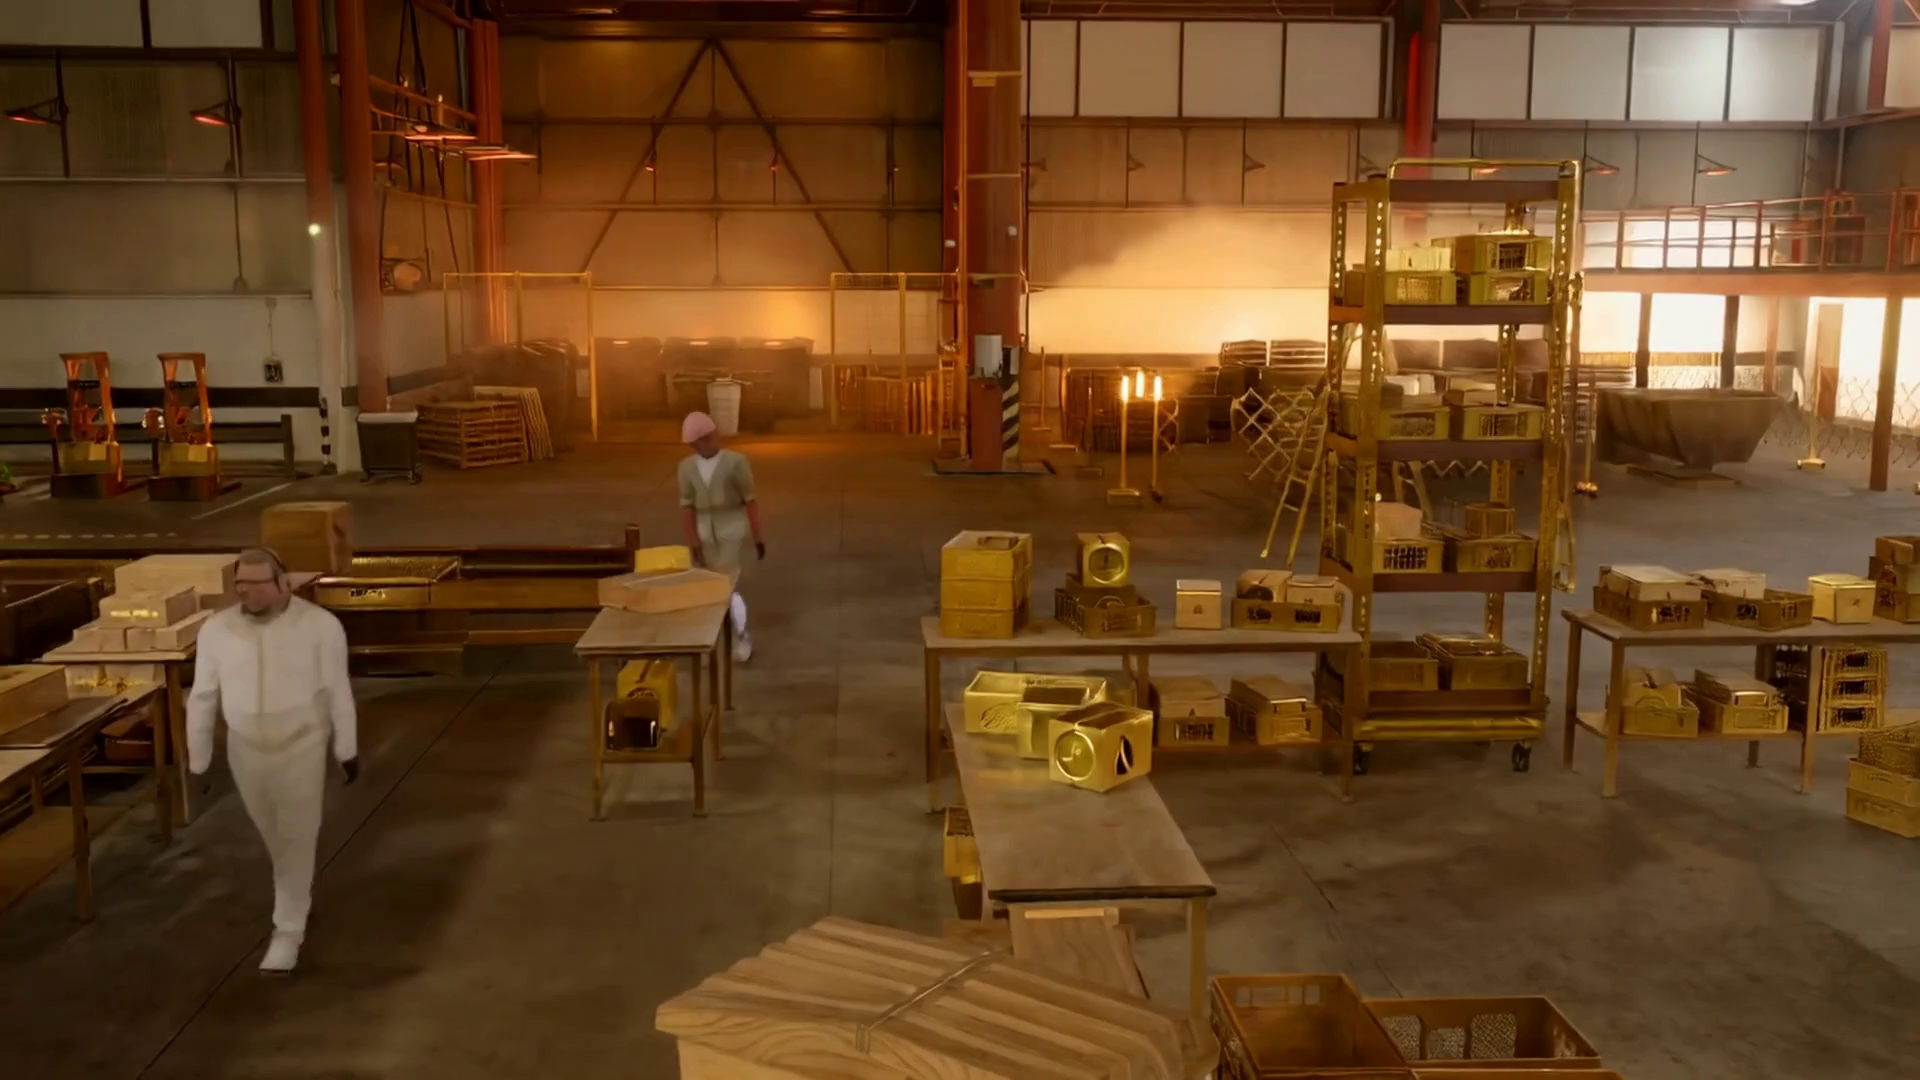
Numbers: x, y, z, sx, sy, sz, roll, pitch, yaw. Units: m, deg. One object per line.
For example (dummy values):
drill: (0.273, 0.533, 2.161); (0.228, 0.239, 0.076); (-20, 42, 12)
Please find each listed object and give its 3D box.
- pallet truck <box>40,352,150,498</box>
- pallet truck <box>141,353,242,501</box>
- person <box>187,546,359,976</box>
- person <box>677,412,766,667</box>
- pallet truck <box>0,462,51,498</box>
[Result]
pallet truck: (-11.907, -1.642, 23.165); (0.823, 1.965, 1.885); (0, 9, 0)
pallet truck: (-10.520, -1.604, 22.925); (0.823, 1.965, 1.885); (-1, 9, -6)
person: (-3.056, 0.948, 7.352); (0.680, 1.849, 1.017); (0, 9, -3)
person: (-1.878, -0.011, 12.936); (0.669, 1.991, 0.610); (3, 10, 20)
pallet truck: (-13.193, -1.293, 23.148); (0.653, 1.274, 1.630); (-1, 9, -4)
